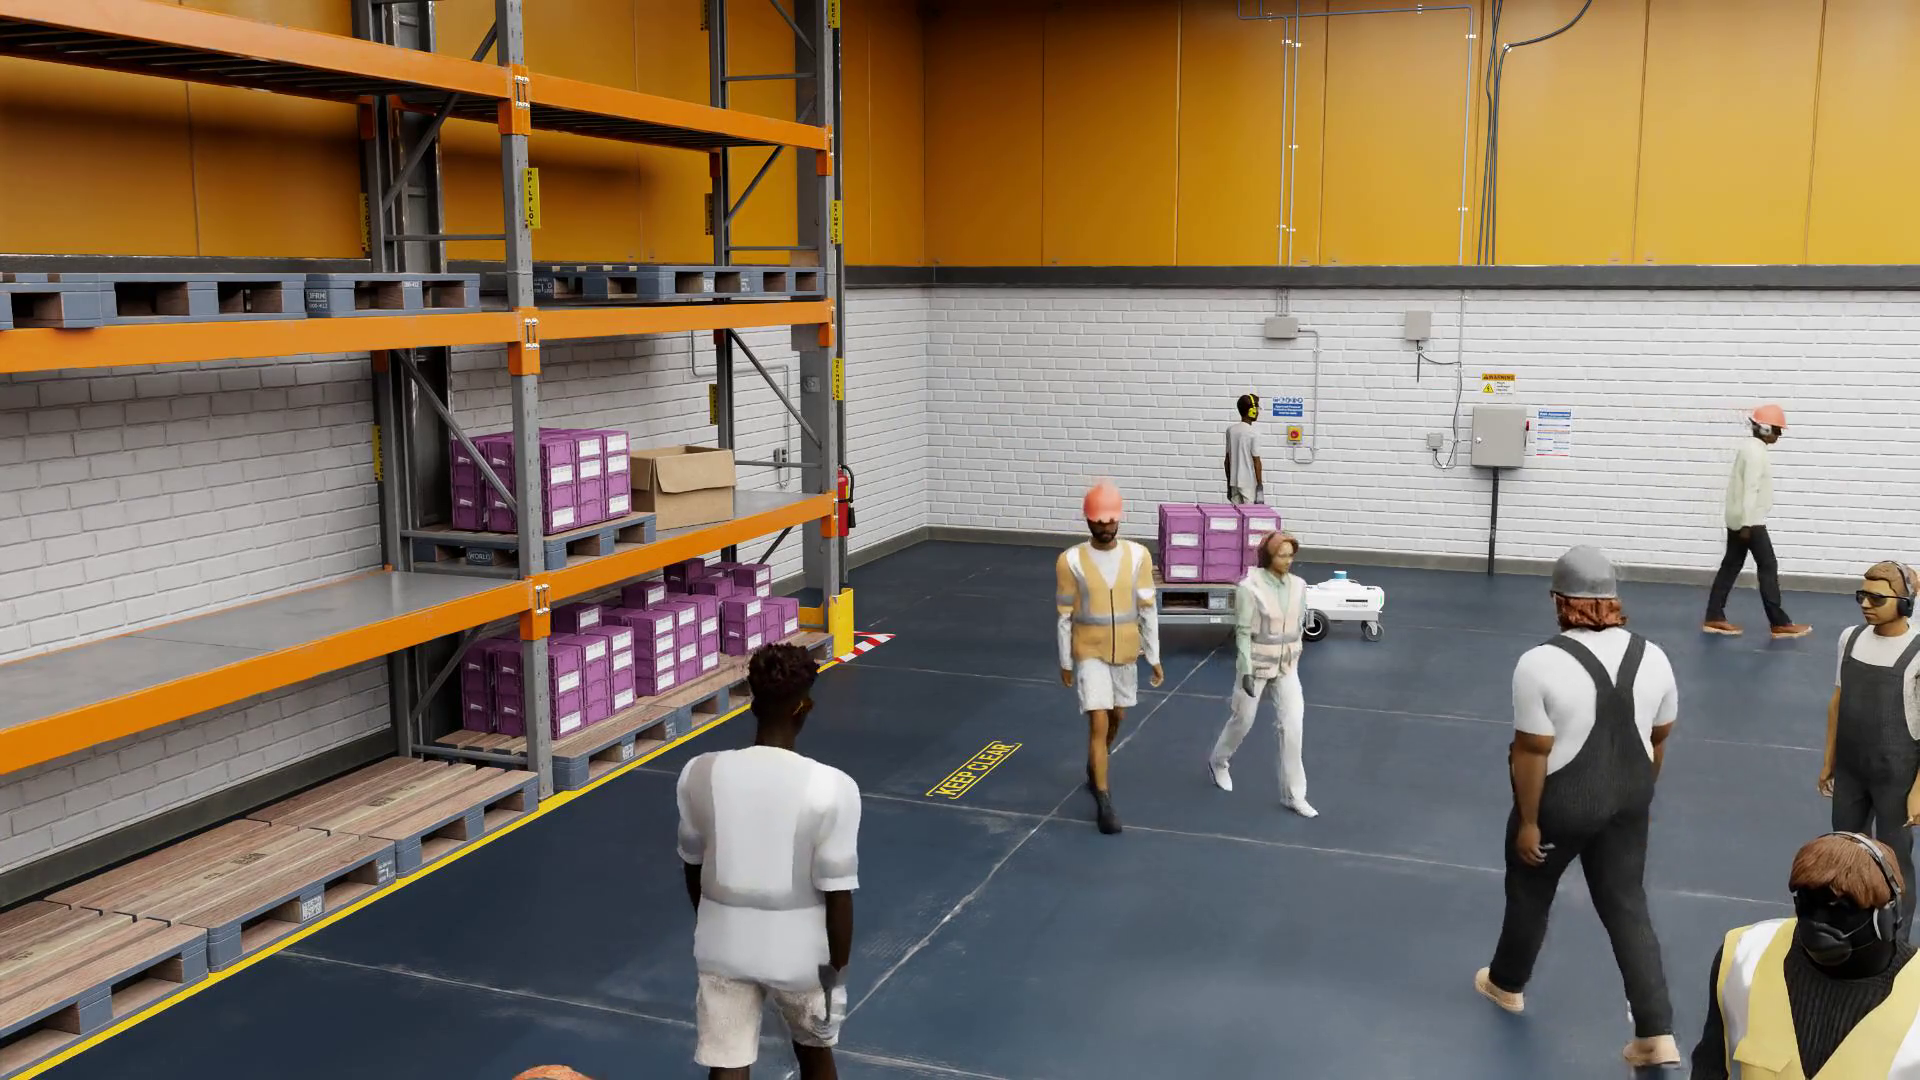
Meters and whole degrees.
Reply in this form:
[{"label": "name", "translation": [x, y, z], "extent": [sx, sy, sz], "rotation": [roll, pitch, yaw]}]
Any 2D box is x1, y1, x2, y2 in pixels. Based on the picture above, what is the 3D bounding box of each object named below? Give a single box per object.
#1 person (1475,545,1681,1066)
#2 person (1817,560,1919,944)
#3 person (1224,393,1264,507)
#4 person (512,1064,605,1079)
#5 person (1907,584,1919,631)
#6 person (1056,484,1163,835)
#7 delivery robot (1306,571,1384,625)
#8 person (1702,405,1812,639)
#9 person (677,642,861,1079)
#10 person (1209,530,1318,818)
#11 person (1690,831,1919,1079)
[{"label": "person", "translation": [2.469, 0.990, 6.498], "extent": [0.695, 2.000, 1.025], "rotation": [-2, 9, -12]}, {"label": "person", "translation": [3.890, 0.996, 7.074], "extent": [0.343, 1.846, 0.507], "rotation": [-4, 10, -24]}, {"label": "person", "translation": [2.835, -0.514, 16.494], "extent": [0.326, 1.866, 0.520], "rotation": [-6, 11, -33]}, {"label": "person", "translation": [-0.619, 1.720, 2.538], "extent": [0.586, 1.850, 0.927], "rotation": [1, 9, 5]}, {"label": "person", "translation": [7.571, 0.070, 12.787], "extent": [0.972, 1.871, 0.607], "rotation": [0, 9, -1]}, {"label": "person", "translation": [0.816, 0.610, 9.361], "extent": [0.566, 1.901, 0.961], "rotation": [-2, 9, -10]}, {"label": "delivery robot", "translation": [3.174, 0.504, 13.911], "extent": [0.707, 0.478, 0.477], "rotation": [1, 9, 6]}, {"label": "person", "translation": [6.739, -0.147, 13.919], "extent": [0.937, 1.946, 0.629], "rotation": [3, 9, 16]}, {"label": "person", "translation": [-0.595, 1.266, 5.202], "extent": [0.613, 1.913, 0.999], "rotation": [1, 9, 9]}, {"label": "person", "translation": [1.727, 0.724, 9.529], "extent": [0.517, 1.608, 0.806], "rotation": [-4, 10, -25]}, {"label": "person", "translation": [1.912, 1.536, 3.702], "extent": [0.429, 1.839, 0.633], "rotation": [-8, 12, -42]}]
